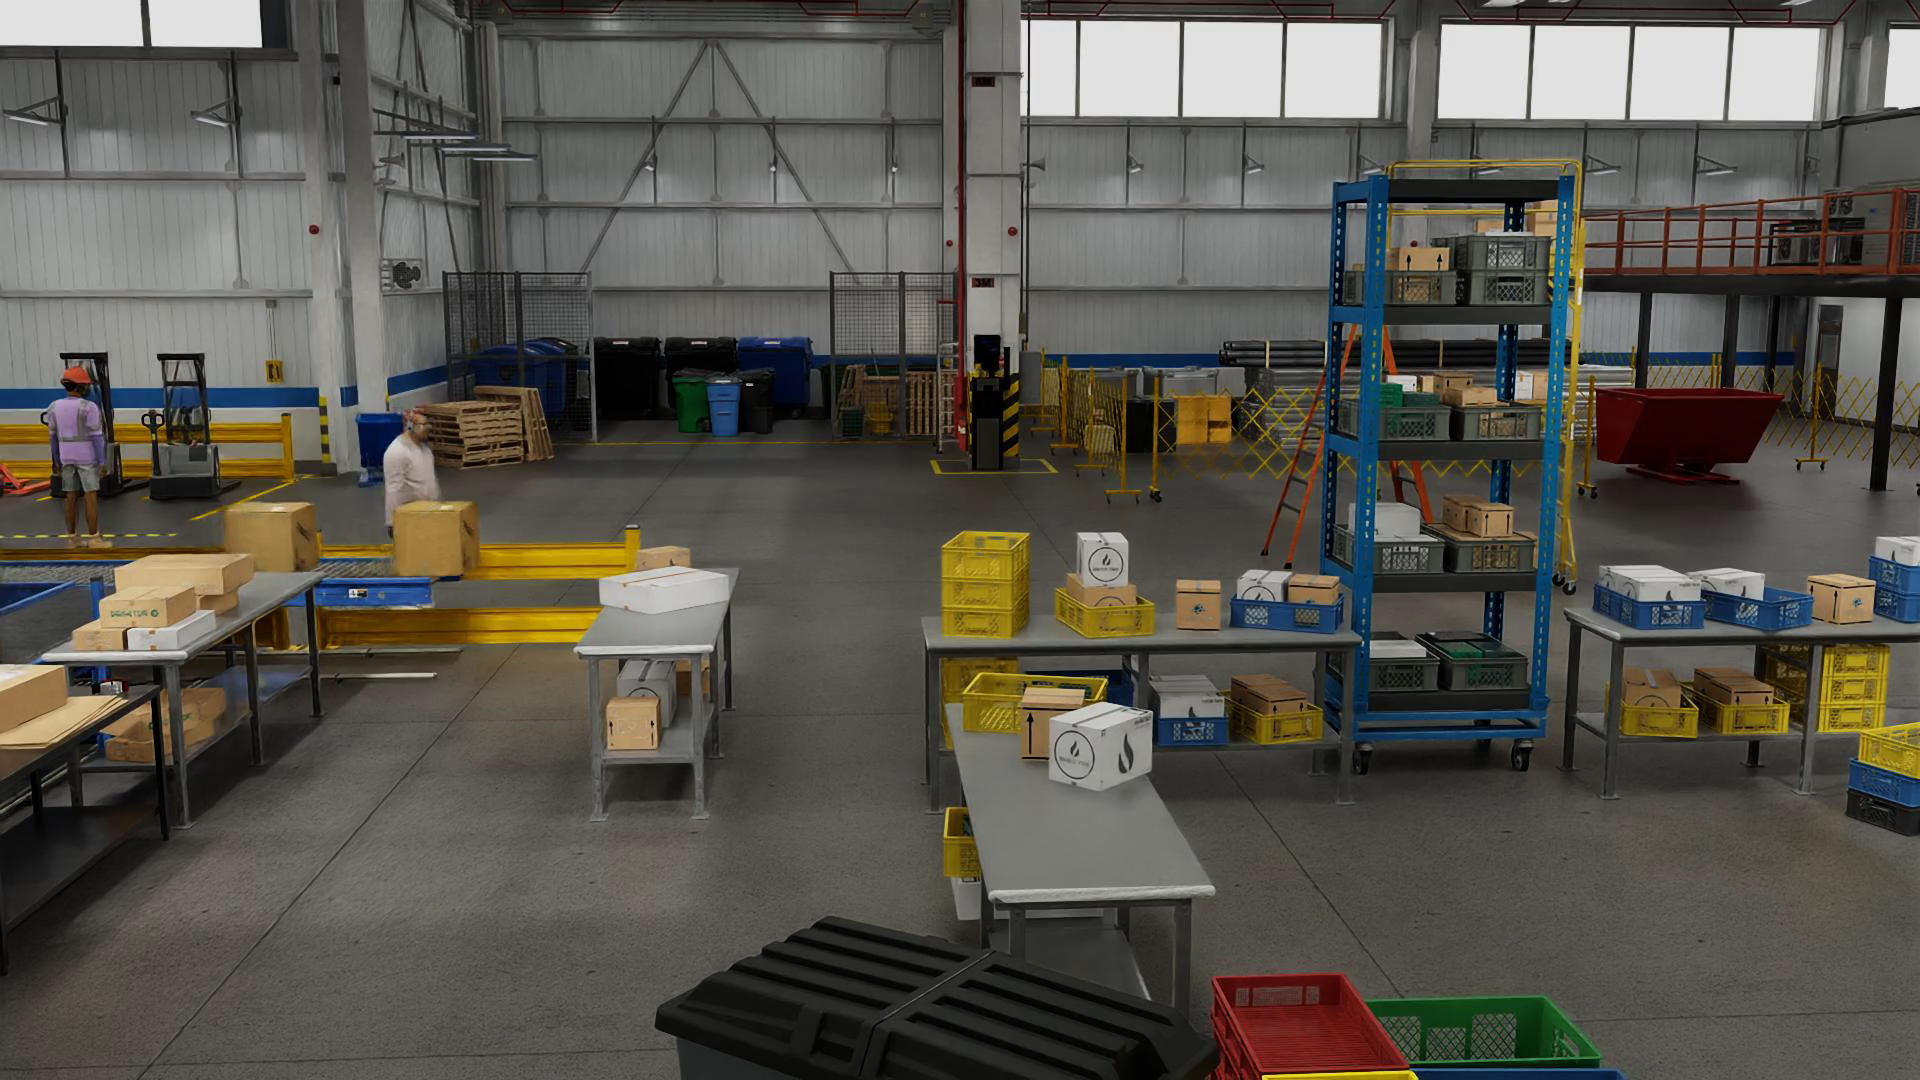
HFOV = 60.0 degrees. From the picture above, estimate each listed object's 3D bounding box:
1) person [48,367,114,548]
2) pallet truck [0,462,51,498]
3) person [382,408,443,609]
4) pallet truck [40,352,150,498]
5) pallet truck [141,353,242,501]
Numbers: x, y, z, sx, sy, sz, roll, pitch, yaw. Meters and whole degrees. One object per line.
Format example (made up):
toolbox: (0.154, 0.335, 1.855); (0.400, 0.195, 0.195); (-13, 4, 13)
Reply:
person: (-9.658, -0.878, 18.303); (0.628, 2.034, 0.441); (2, 9, 11)
pallet truck: (-13.193, -1.293, 23.148); (0.653, 1.274, 1.630); (-1, 9, -4)
person: (-4.690, -0.210, 14.530); (0.732, 1.877, 0.673); (1, 9, 8)
pallet truck: (-11.907, -1.642, 23.165); (0.823, 1.965, 1.885); (0, 9, 0)
pallet truck: (-10.520, -1.604, 22.925); (0.823, 1.965, 1.885); (-1, 9, -6)
